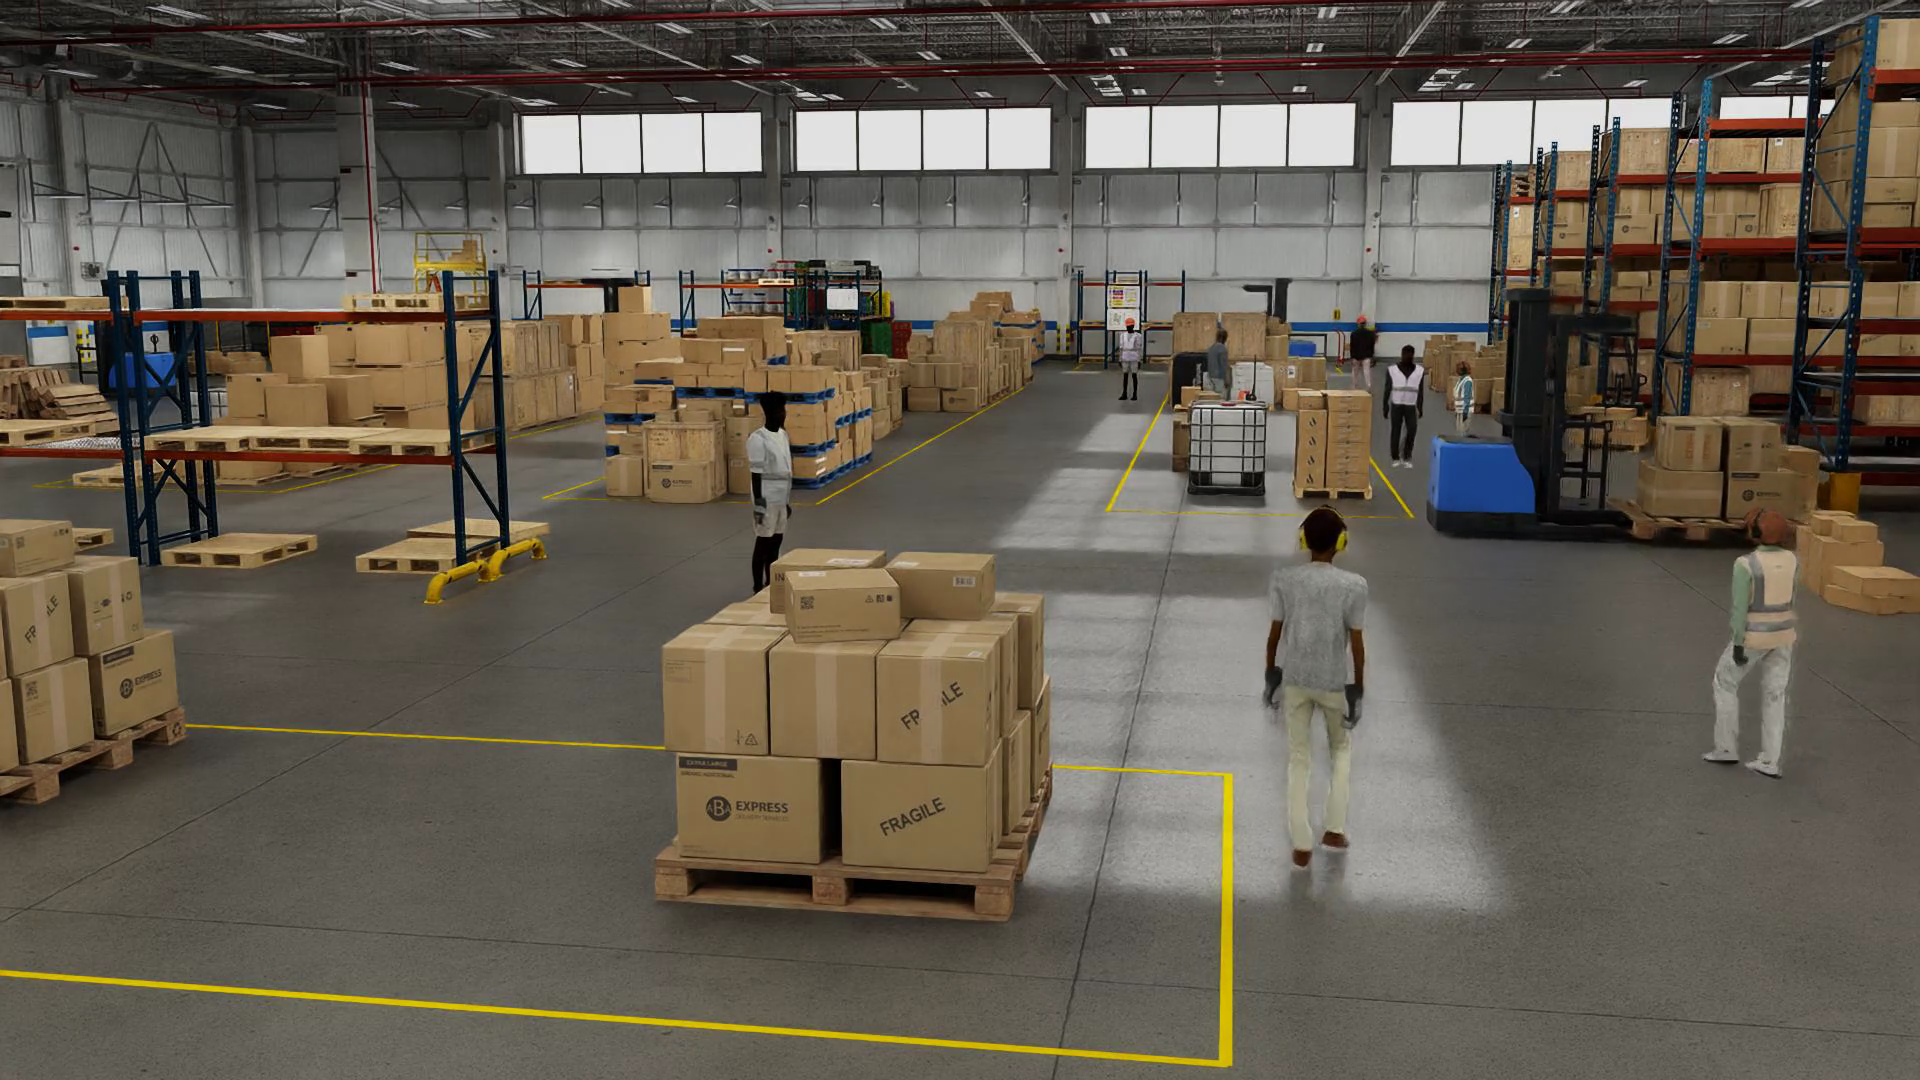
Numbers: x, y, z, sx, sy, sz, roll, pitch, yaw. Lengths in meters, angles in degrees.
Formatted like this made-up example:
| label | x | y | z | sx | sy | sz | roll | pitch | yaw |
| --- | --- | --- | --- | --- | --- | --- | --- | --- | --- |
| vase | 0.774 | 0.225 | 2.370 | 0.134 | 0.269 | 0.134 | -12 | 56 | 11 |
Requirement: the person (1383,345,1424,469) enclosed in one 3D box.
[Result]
| label | x | y | z | sx | sy | sz | roll | pitch | yaw |
| --- | --- | --- | --- | --- | --- | --- | --- | --- | --- |
| person | 6.804 | -2.026 | 25.463 | 0.632 | 1.881 | 0.815 | 0 | 9 | 2 |

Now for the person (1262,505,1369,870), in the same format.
| label | x | y | z | sx | sy | sz | roll | pitch | yaw |
| --- | --- | --- | --- | --- | --- | --- | --- | --- | --- |
| person | 1.811 | 0.738 | 8.541 | 0.532 | 1.852 | 0.621 | 3 | 10 | 16 |

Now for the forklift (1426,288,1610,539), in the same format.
| label | x | y | z | sx | sy | sz | roll | pitch | yaw |
| --- | --- | --- | --- | --- | --- | --- | --- | --- | --- |
| forklift | 6.408 | -1.476 | 19.017 | 1.873 | 2.768 | 1.129 | 1 | 9 | 9 |

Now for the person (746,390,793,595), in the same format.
| label | x | y | z | sx | sy | sz | roll | pitch | yaw |
| --- | --- | --- | --- | --- | --- | --- | --- | --- | --- |
| person | -1.697 | -0.373 | 15.021 | 0.367 | 1.964 | 0.609 | 4 | 10 | 21 |

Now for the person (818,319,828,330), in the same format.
| label | x | y | z | sx | sy | sz | roll | pitch | yaw |
| --- | --- | --- | --- | --- | --- | --- | --- | --- | --- |
| person | -3.159 | -4.082 | 37.985 | 0.352 | 1.937 | 0.635 | 4 | 10 | 21 |

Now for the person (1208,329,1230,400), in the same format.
| label | x | y | z | sx | sy | sz | roll | pitch | yaw |
| --- | --- | --- | --- | --- | --- | --- | --- | --- | --- |
| person | 4.979 | -3.071 | 31.825 | 0.439 | 1.922 | 0.643 | -3 | 10 | -18 |

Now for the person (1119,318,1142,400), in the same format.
| label | x | y | z | sx | sy | sz | roll | pitch | yaw |
| --- | --- | --- | --- | --- | --- | --- | --- | --- | --- |
| person | 3.970 | -4.228 | 38.890 | 0.551 | 1.934 | 0.372 | 5 | 10 | 27 |

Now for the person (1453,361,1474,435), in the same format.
| label | x | y | z | sx | sy | sz | roll | pitch | yaw |
| --- | --- | --- | --- | --- | --- | --- | --- | --- | --- |
| person | 7.874 | -1.990 | 26.033 | 0.323 | 1.631 | 0.524 | 0 | 9 | 1 |

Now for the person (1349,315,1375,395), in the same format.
| label | x | y | z | sx | sy | sz | roll | pitch | yaw |
| --- | --- | --- | --- | --- | --- | --- | --- | --- | --- |
| person | 9.712 | -4.427 | 40.077 | 0.633 | 1.963 | 0.878 | 0 | 9 | -1 |

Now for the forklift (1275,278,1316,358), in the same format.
| label | x | y | z | sx | sy | sz | roll | pitch | yaw |
| --- | --- | --- | --- | --- | --- | --- | --- | --- | --- |
| forklift | 8.750 | -5.739 | 45.311 | 1.873 | 2.768 | 1.129 | 1 | 9 | 9 |

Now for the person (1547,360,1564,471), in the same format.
| label | x | y | z | sx | sy | sz | roll | pitch | yaw |
| --- | --- | --- | --- | --- | --- | --- | --- | --- | --- |
| person | 8.971 | -1.888 | 25.198 | 0.318 | 1.697 | 0.535 | -2 | 9 | -9 |

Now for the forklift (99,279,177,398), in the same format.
| label | x | y | z | sx | sy | sz | roll | pitch | yaw |
| --- | --- | --- | --- | --- | --- | --- | --- | --- | --- |
| forklift | -19.606 | -4.720 | 39.027 | 1.873 | 2.768 | 1.129 | 1 | 9 | 9 |

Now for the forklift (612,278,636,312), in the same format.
| label | x | y | z | sx | sy | sz | roll | pitch | yaw |
| --- | --- | --- | --- | --- | --- | --- | --- | --- | --- |
| forklift | -9.144 | -5.767 | 45.484 | 1.873 | 2.768 | 1.129 | 1 | 9 | 9 |

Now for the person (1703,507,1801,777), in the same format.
| label | x | y | z | sx | sy | sz | roll | pitch | yaw |
| --- | --- | --- | --- | --- | --- | --- | --- | --- | --- |
| person | 4.800 | 0.603 | 10.069 | 0.518 | 1.618 | 0.565 | -2 | 10 | -14 |

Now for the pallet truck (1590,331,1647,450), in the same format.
| label | x | y | z | sx | sy | sz | roll | pitch | yaw |
| --- | --- | --- | --- | --- | --- | --- | --- | --- | --- |
| pallet truck | 11.253 | -2.573 | 28.499 | 0.823 | 1.965 | 1.885 | 5 | 10 | 27 |

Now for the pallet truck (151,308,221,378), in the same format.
| label | x | y | z | sx | sy | sz | roll | pitch | yaw |
| --- | --- | --- | --- | --- | --- | --- | --- | --- | --- |
| pallet truck | -21.869 | -5.598 | 47.154 | 0.823 | 1.965 | 1.885 | 4 | 10 | 26 |
